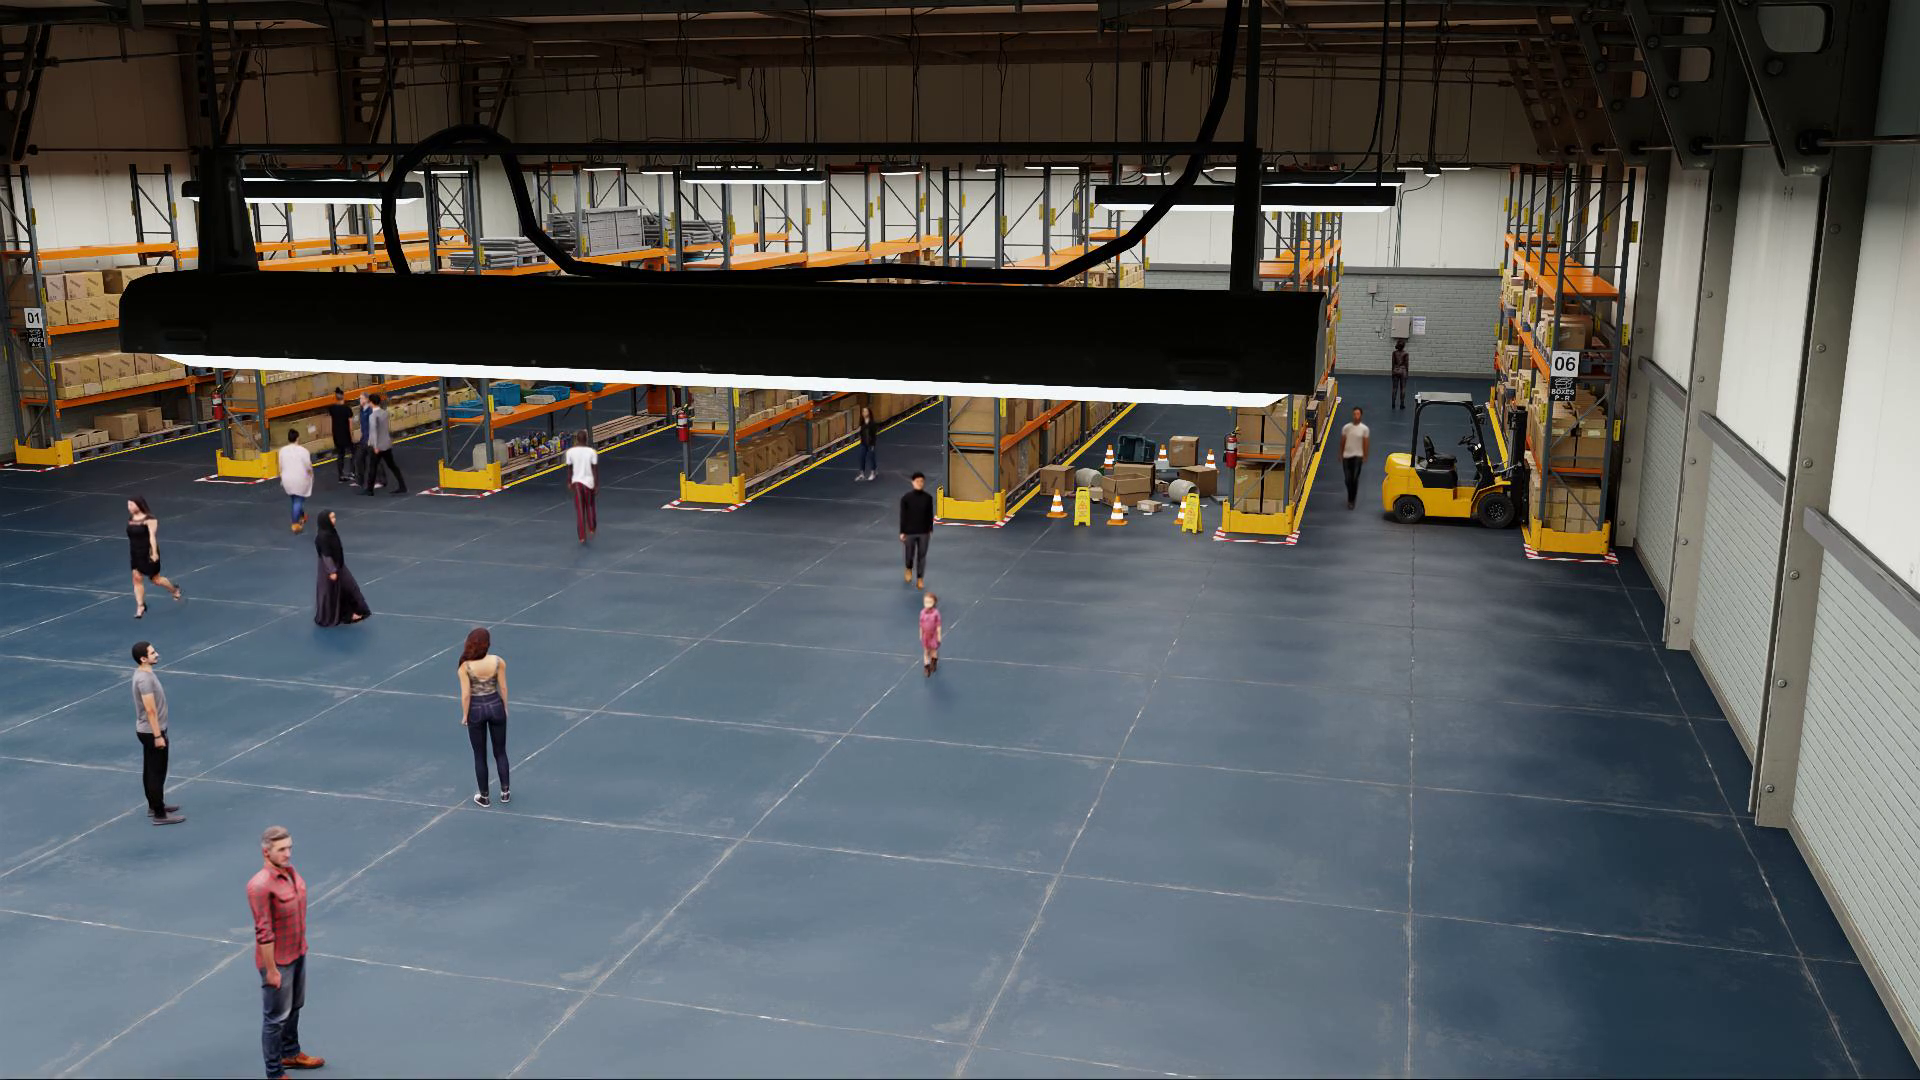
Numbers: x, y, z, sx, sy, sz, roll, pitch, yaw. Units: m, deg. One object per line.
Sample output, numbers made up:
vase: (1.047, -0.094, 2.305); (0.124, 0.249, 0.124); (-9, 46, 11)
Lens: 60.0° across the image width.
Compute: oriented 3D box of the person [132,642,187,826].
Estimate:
person: (-7.658, 1.804, 15.759); (0.753, 1.755, 0.704); (-8, 15, -32)

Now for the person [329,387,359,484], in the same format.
person: (-11.927, -2.009, 32.022); (0.714, 1.848, 0.709); (4, 14, 16)

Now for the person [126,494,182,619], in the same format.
person: (-11.072, 0.217, 22.753); (0.771, 1.693, 1.031); (6, 15, 26)

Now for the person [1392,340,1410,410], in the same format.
person: (10.989, -4.152, 41.571); (0.618, 1.714, 0.619); (6, 14, 26)

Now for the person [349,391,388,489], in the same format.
person: (-11.124, -1.906, 31.567); (0.927, 1.853, 1.040); (12, 18, 43)

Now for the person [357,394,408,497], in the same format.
person: (-10.627, -1.747, 30.813); (0.877, 1.882, 1.073); (2, 13, 9)

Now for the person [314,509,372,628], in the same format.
person: (-8.494, 0.373, 22.267); (0.773, 1.607, 0.947); (1, 13, 6)

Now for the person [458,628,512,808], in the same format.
person: (-4.596, 1.707, 16.148); (0.681, 1.770, 0.738); (-7, 15, -28)

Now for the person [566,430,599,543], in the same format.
person: (-6.162, -0.845, 27.132); (0.940, 1.786, 1.208); (-1, 13, -6)

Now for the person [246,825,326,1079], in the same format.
person: (-4.609, 2.803, 11.279); (0.789, 1.830, 0.568); (1, 13, 3)

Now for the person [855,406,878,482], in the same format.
person: (-1.742, -1.876, 32.294); (0.637, 1.466, 0.758); (6, 14, 24)

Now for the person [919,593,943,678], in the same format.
person: (-0.344, 1.136, 20.312); (0.480, 1.003, 0.743); (2, 13, 9)

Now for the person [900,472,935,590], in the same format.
person: (-0.649, -0.159, 24.321); (0.845, 1.717, 0.930); (-3, 13, -12)

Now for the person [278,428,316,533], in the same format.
person: (-11.181, -0.980, 27.891); (0.801, 1.706, 1.085); (1, 13, 5)

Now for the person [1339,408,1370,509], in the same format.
person: (7.085, -1.488, 29.946); (0.728, 1.769, 1.174); (5, 14, 20)
